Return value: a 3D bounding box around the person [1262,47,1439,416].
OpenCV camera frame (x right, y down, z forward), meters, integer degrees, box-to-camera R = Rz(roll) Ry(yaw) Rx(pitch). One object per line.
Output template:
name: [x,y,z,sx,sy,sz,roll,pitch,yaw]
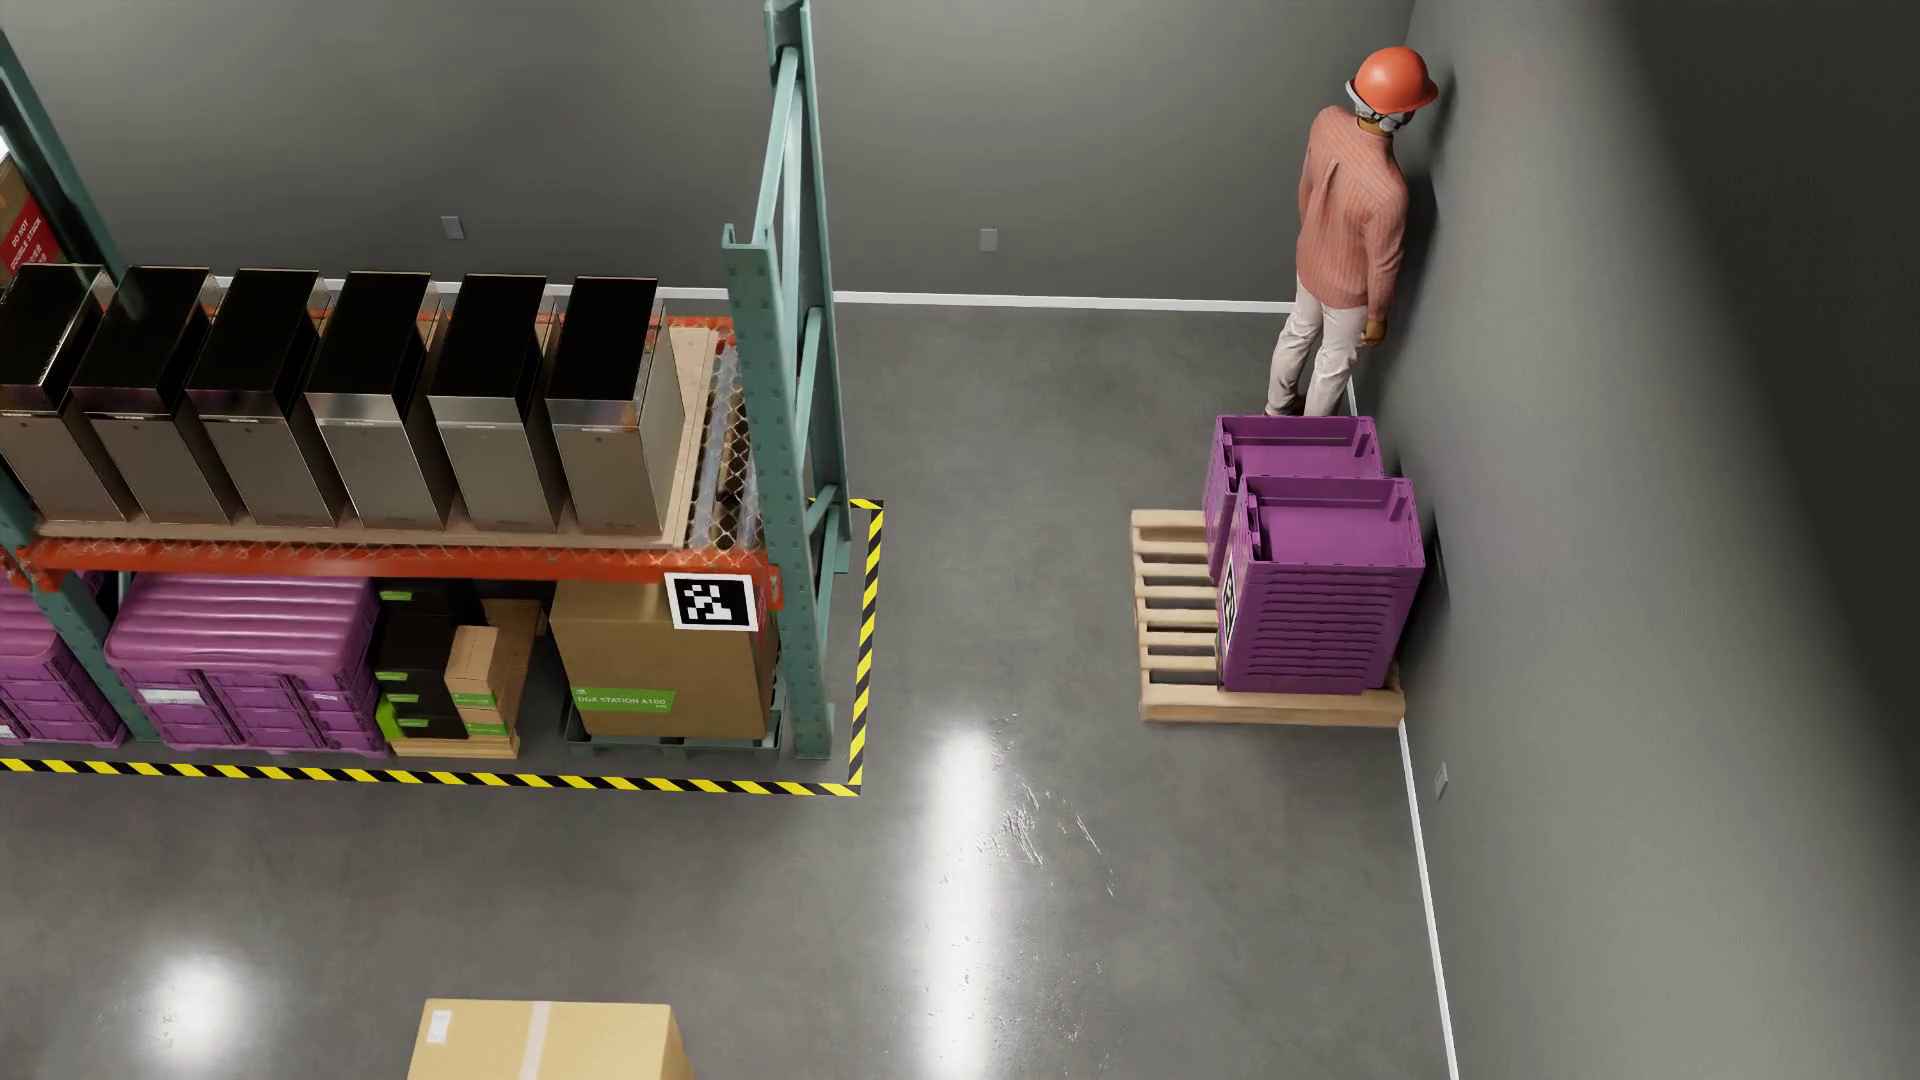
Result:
person: [1.500,-1.052,6.486,0.376,1.995,0.612,-18,54,-13]
